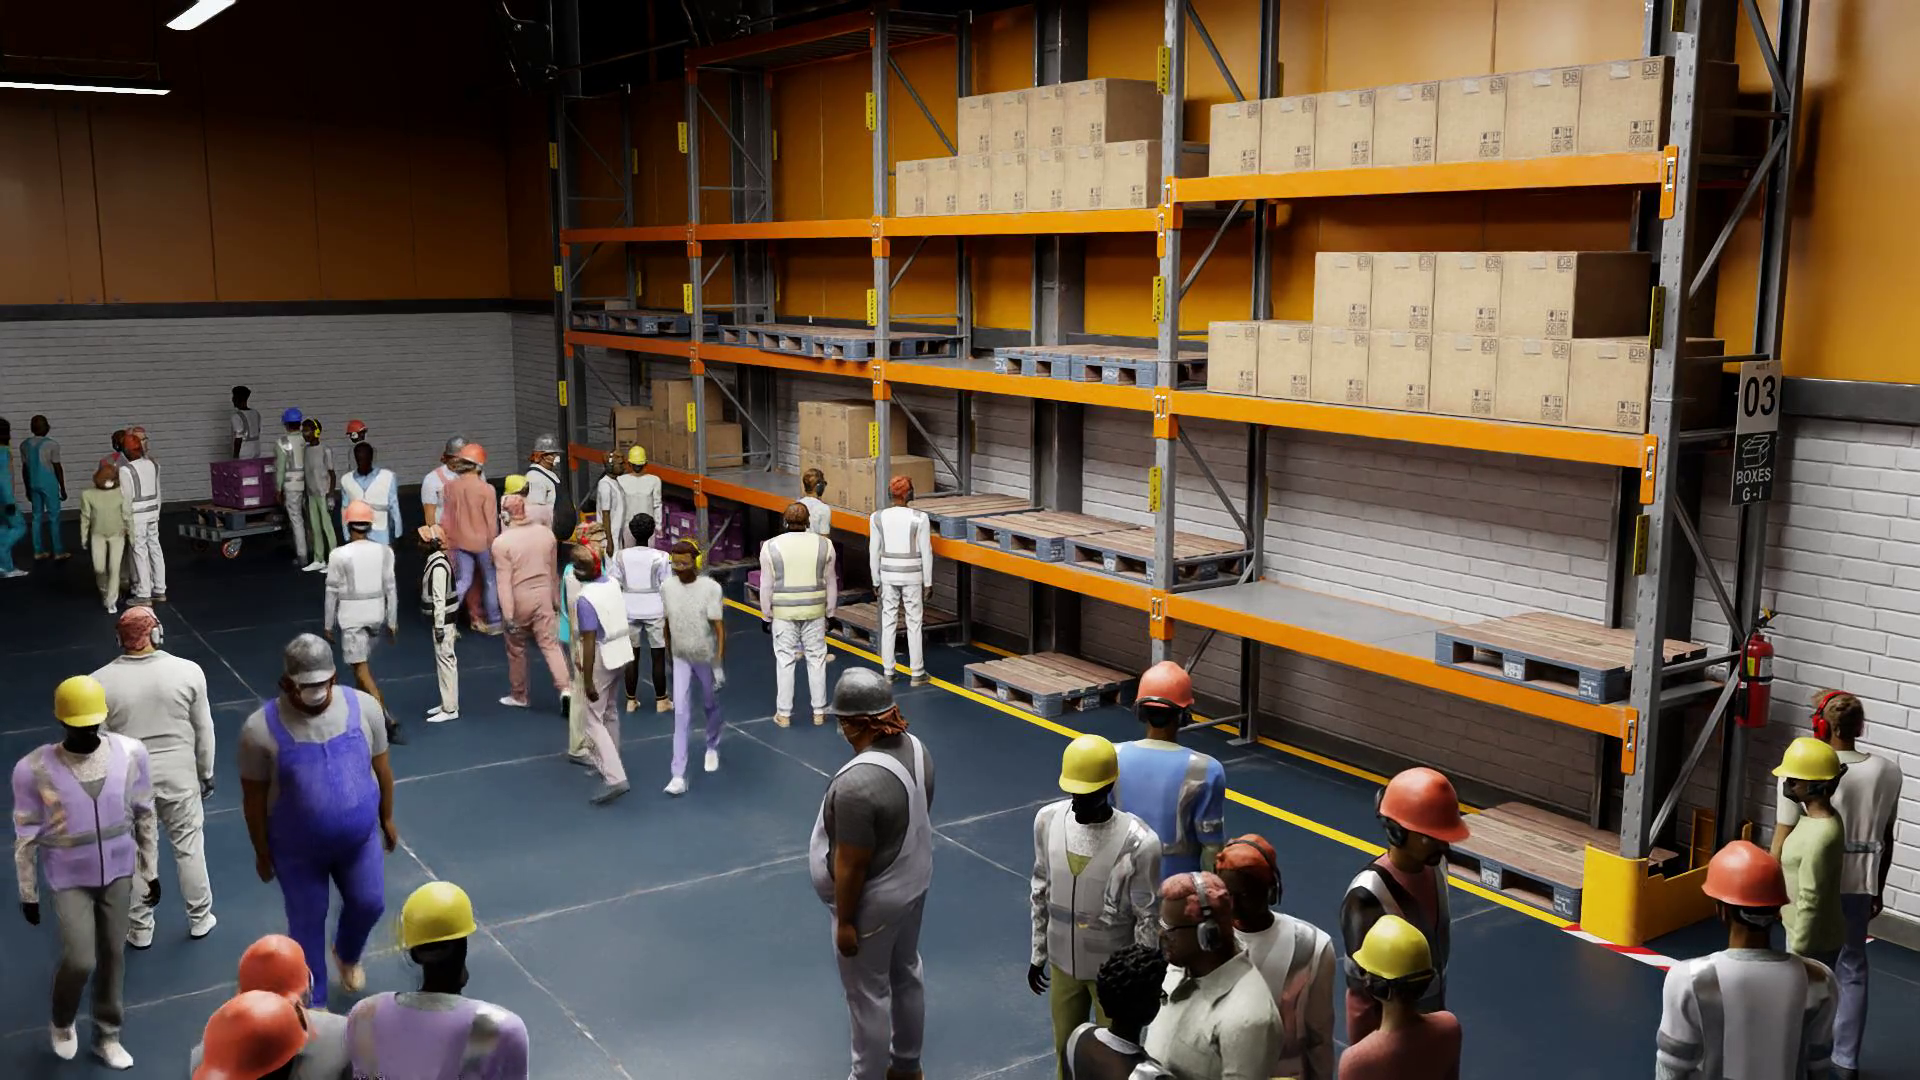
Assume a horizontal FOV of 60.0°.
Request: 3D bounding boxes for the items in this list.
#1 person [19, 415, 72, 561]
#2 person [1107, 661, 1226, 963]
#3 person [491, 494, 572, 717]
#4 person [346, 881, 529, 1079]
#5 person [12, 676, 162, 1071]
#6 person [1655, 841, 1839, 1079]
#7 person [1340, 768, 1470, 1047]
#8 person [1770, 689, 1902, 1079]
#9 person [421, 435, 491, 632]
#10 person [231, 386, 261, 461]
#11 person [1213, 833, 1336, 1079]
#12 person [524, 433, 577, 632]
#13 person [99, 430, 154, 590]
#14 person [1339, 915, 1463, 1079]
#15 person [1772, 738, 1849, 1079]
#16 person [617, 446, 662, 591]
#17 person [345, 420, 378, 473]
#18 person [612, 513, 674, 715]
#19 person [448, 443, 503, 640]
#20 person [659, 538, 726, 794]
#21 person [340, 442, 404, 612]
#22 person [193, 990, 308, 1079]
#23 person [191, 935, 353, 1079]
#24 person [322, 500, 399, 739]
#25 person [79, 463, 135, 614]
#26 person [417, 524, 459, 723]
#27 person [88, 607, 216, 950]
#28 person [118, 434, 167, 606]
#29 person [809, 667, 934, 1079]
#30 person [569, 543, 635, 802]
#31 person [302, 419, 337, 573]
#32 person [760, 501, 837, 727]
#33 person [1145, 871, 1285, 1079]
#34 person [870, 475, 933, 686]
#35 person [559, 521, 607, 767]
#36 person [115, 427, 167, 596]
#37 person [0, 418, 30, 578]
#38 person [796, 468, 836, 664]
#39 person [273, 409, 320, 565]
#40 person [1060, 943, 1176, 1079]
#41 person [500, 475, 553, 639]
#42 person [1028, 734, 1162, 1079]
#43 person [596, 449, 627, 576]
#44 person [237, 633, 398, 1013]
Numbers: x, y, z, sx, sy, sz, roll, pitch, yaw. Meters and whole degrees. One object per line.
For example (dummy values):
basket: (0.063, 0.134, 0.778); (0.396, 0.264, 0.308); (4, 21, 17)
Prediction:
person: (-11.468, -0.648, 20.828); (0.509, 1.837, 0.338); (1, 10, 6)
person: (0.888, 1.543, 7.394); (0.609, 2.035, 0.416); (4, 11, 24)
person: (-3.544, 0.543, 13.791); (0.933, 1.862, 0.660); (8, 13, 41)
person: (-1.582, 1.993, 5.123); (0.602, 1.900, 0.546); (1, 10, 8)
person: (-4.040, 1.548, 7.742); (0.453, 1.905, 0.586); (9, 13, 42)
person: (2.523, 1.928, 5.436); (0.547, 1.930, 0.386); (1, 10, 4)
person: (1.598, 1.788, 5.975); (0.409, 2.029, 0.612); (8, 13, 40)
person: (3.986, 1.601, 7.616); (0.561, 1.837, 0.388); (-1, 10, -3)
person: (-4.999, -0.048, 16.702); (0.681, 2.000, 0.538); (-9, 13, -43)
person: (-10.264, -1.238, 23.899); (0.367, 1.966, 0.607); (1, 10, 7)
person: (0.985, 1.908, 5.705); (0.583, 1.879, 0.363); (4, 11, 23)
person: (-4.174, -0.089, 16.938); (0.535, 2.000, 0.681); (-1, 10, -7)
person: (-9.532, -0.346, 19.078); (0.431, 1.835, 0.624); (9, 13, 42)
person: (1.352, 2.040, 5.244); (0.523, 1.769, 0.323); (-7, 12, -34)
person: (3.640, 1.713, 7.189); (0.340, 1.760, 0.525); (5, 11, 28)
person: (-3.496, -0.147, 18.101); (0.522, 1.763, 0.319); (-3, 10, -16)
person: (-7.644, -0.666, 21.223); (0.355, 1.736, 0.577); (2, 10, 10)
person: (-2.615, 0.613, 13.815); (0.540, 1.699, 0.315); (1, 10, 8)
person: (-4.842, 0.023, 16.516); (0.628, 1.967, 0.852); (4, 11, 24)
person: (-1.906, 0.870, 11.985); (0.535, 1.812, 1.011); (2, 10, 9)
person: (-6.119, -0.082, 17.309); (0.639, 1.896, 0.446); (0, 10, 1)
person: (-1.798, 2.089, 4.614); (0.545, 1.901, 0.877); (3, 10, 15)
person: (-2.120, 2.052, 5.291); (0.572, 1.731, 0.481); (-2, 10, -10)
person: (-4.709, 0.634, 13.198); (0.956, 1.895, 0.564); (8, 13, 41)
person: (-9.124, -0.025, 17.803); (0.531, 1.614, 0.372); (-4, 11, -24)
person: (-4.268, 0.676, 13.657); (0.313, 1.634, 0.514); (-3, 10, -19)
person: (-4.449, 1.304, 9.181); (0.636, 1.902, 0.406); (-5, 11, -27)
person: (-8.956, -0.222, 18.172); (0.355, 1.887, 0.573); (2, 10, 13)
person: (-0.408, 1.540, 7.380); (0.535, 2.000, 0.679); (5, 11, 26)
person: (-2.508, 0.904, 11.787); (0.552, 1.821, 0.710); (2, 10, 14)
person: (-7.731, -0.531, 20.038); (0.534, 1.868, 0.309); (6, 11, 30)
person: (-1.310, 0.599, 13.485); (0.633, 1.842, 0.429); (-2, 10, -13)
person: (0.763, 1.968, 5.296); (0.402, 1.896, 0.658); (-2, 10, -13)
person: (-0.512, 0.362, 14.756); (0.573, 1.883, 0.354); (3, 10, 15)
person: (-2.811, 0.765, 12.506); (0.373, 1.840, 0.570); (1, 10, 5)
person: (-9.214, -0.328, 18.737); (0.405, 1.906, 0.653); (-2, 10, -9)
person: (-11.332, -0.488, 19.690); (0.641, 1.898, 0.440); (9, 13, 42)
person: (-1.372, 0.246, 15.585); (0.505, 1.838, 0.345); (9, 13, 43)
person: (-8.201, -0.652, 20.632); (0.544, 1.928, 0.643); (8, 12, 39)
person: (0.505, 2.085, 5.210); (0.320, 1.694, 0.533); (-5, 11, -29)
person: (-4.179, 0.206, 16.207); (0.570, 1.702, 0.933); (-6, 11, -33)
person: (0.530, 1.709, 6.752); (0.585, 1.918, 0.393); (7, 12, 35)
person: (-3.576, -0.027, 17.188); (0.347, 1.840, 0.500); (0, 10, -2)
person: (-3.124, 1.406, 8.166); (0.733, 2.000, 0.586); (-7, 12, -34)
